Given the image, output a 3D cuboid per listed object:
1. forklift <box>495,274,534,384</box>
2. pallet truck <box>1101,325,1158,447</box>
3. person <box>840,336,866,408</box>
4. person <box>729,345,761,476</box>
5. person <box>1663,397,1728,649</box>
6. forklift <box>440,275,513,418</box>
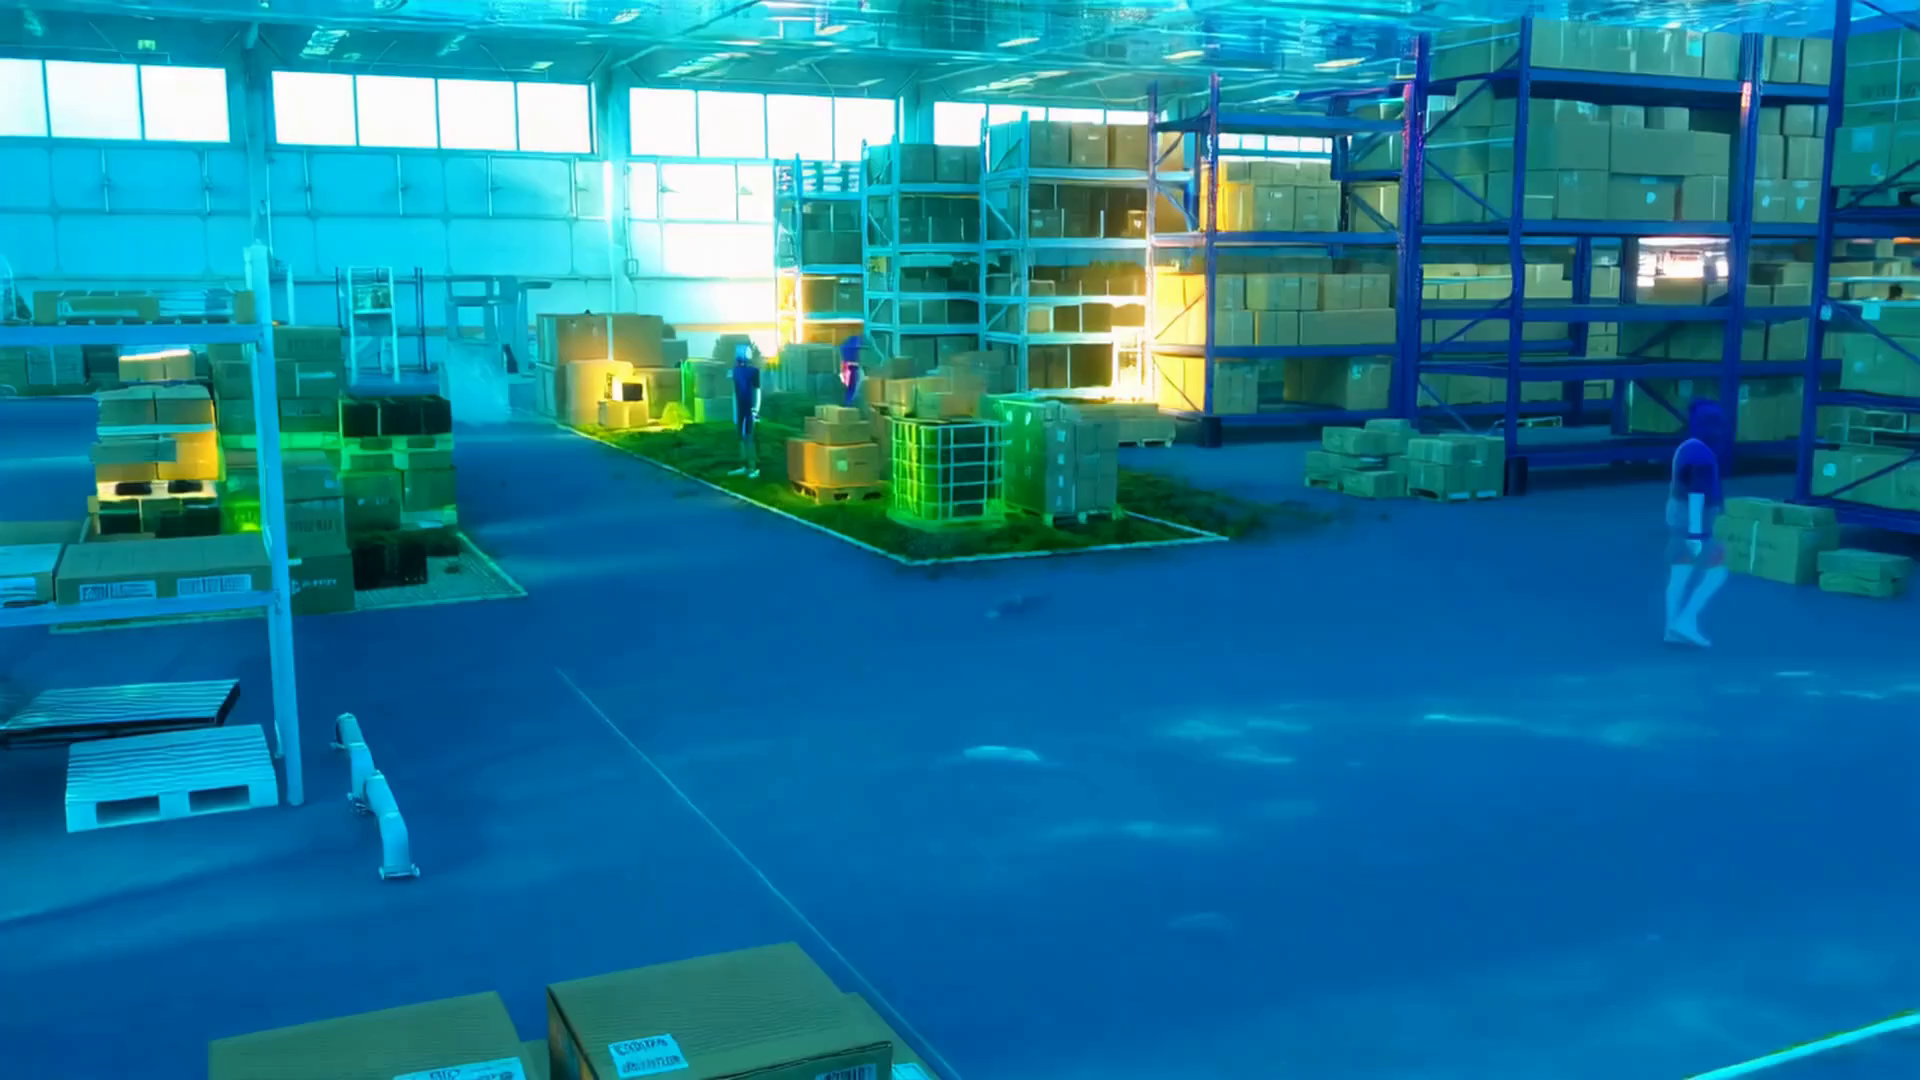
[{"bbox_3d":[-11.493,-5.358,42.331,1.873,2.768,1.129,-4,10,-25],"label":"forklift"},{"bbox_3d":[2.881,-2.596,27.923,0.823,1.965,1.885,-1,9,-7],"label":"pallet truck"},{"bbox_3d":[-2.234,-3.416,34.281,0.504,1.589,0.907,3,10,17],"label":"person"},{"bbox_3d":[-3.047,-1.838,23.640,0.520,1.865,0.332,7,11,37],"label":"person"},{"bbox_3d":[5.641,-0.118,12.684,0.465,1.949,0.645,2,9,10],"label":"person"},{"bbox_3d":[-9.765,-3.899,33.278,1.129,2.768,1.873,-4,10,-26],"label":"forklift"}]
